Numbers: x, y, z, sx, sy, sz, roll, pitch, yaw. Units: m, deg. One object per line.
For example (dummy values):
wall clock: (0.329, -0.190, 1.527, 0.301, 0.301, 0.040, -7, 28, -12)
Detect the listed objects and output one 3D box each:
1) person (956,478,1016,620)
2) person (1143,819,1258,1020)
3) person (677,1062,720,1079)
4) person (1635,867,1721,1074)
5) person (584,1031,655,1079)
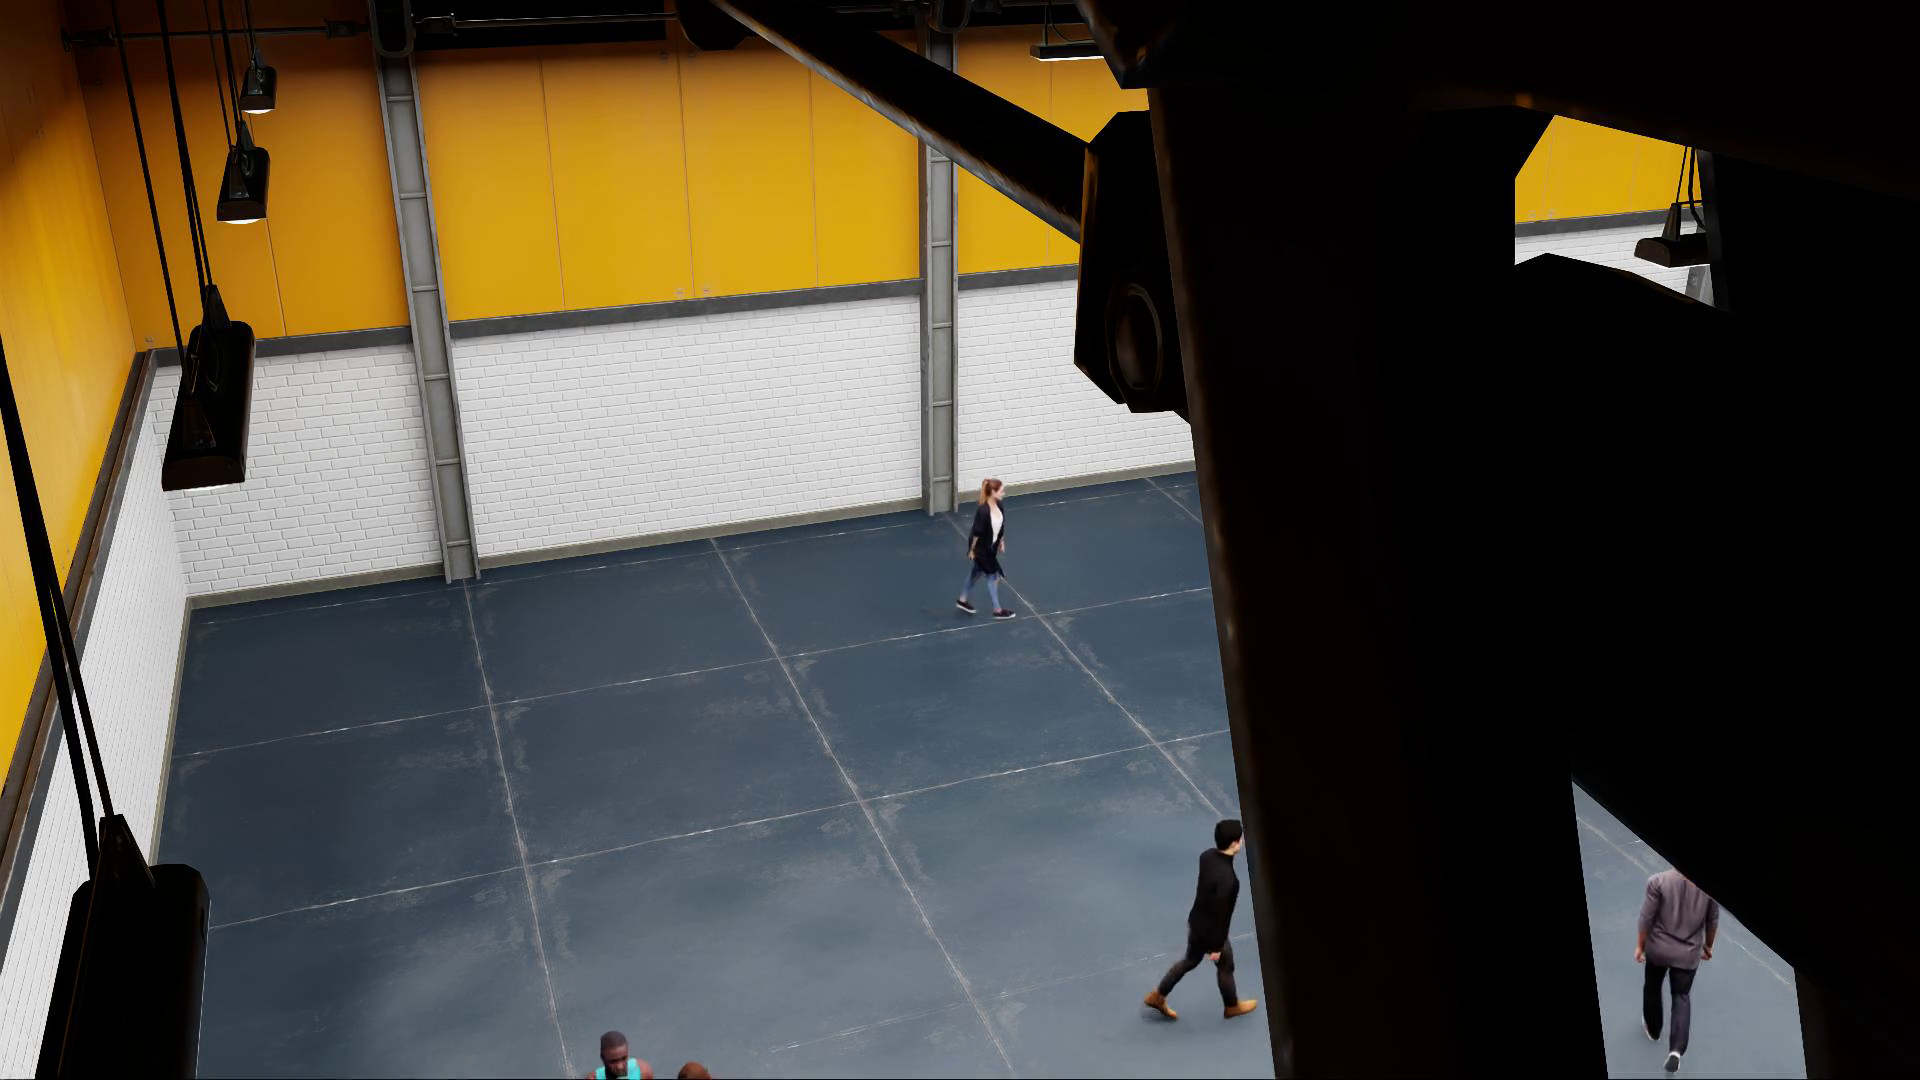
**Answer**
person: (0.183, 0.090, 18.426, 1.043, 1.647, 0.992, 14, 27, 29)
person: (1.741, 2.811, 12.130, 1.122, 1.703, 0.764, -4, 24, -9)
person: (-1.542, 3.773, 10.208, 0.869, 1.481, 0.906, 9, 25, 19)
person: (5.046, 2.928, 11.733, 1.085, 1.808, 1.087, 7, 24, 15)
person: (-2.020, 3.662, 10.060, 0.603, 1.802, 0.719, -8, 25, -17)
